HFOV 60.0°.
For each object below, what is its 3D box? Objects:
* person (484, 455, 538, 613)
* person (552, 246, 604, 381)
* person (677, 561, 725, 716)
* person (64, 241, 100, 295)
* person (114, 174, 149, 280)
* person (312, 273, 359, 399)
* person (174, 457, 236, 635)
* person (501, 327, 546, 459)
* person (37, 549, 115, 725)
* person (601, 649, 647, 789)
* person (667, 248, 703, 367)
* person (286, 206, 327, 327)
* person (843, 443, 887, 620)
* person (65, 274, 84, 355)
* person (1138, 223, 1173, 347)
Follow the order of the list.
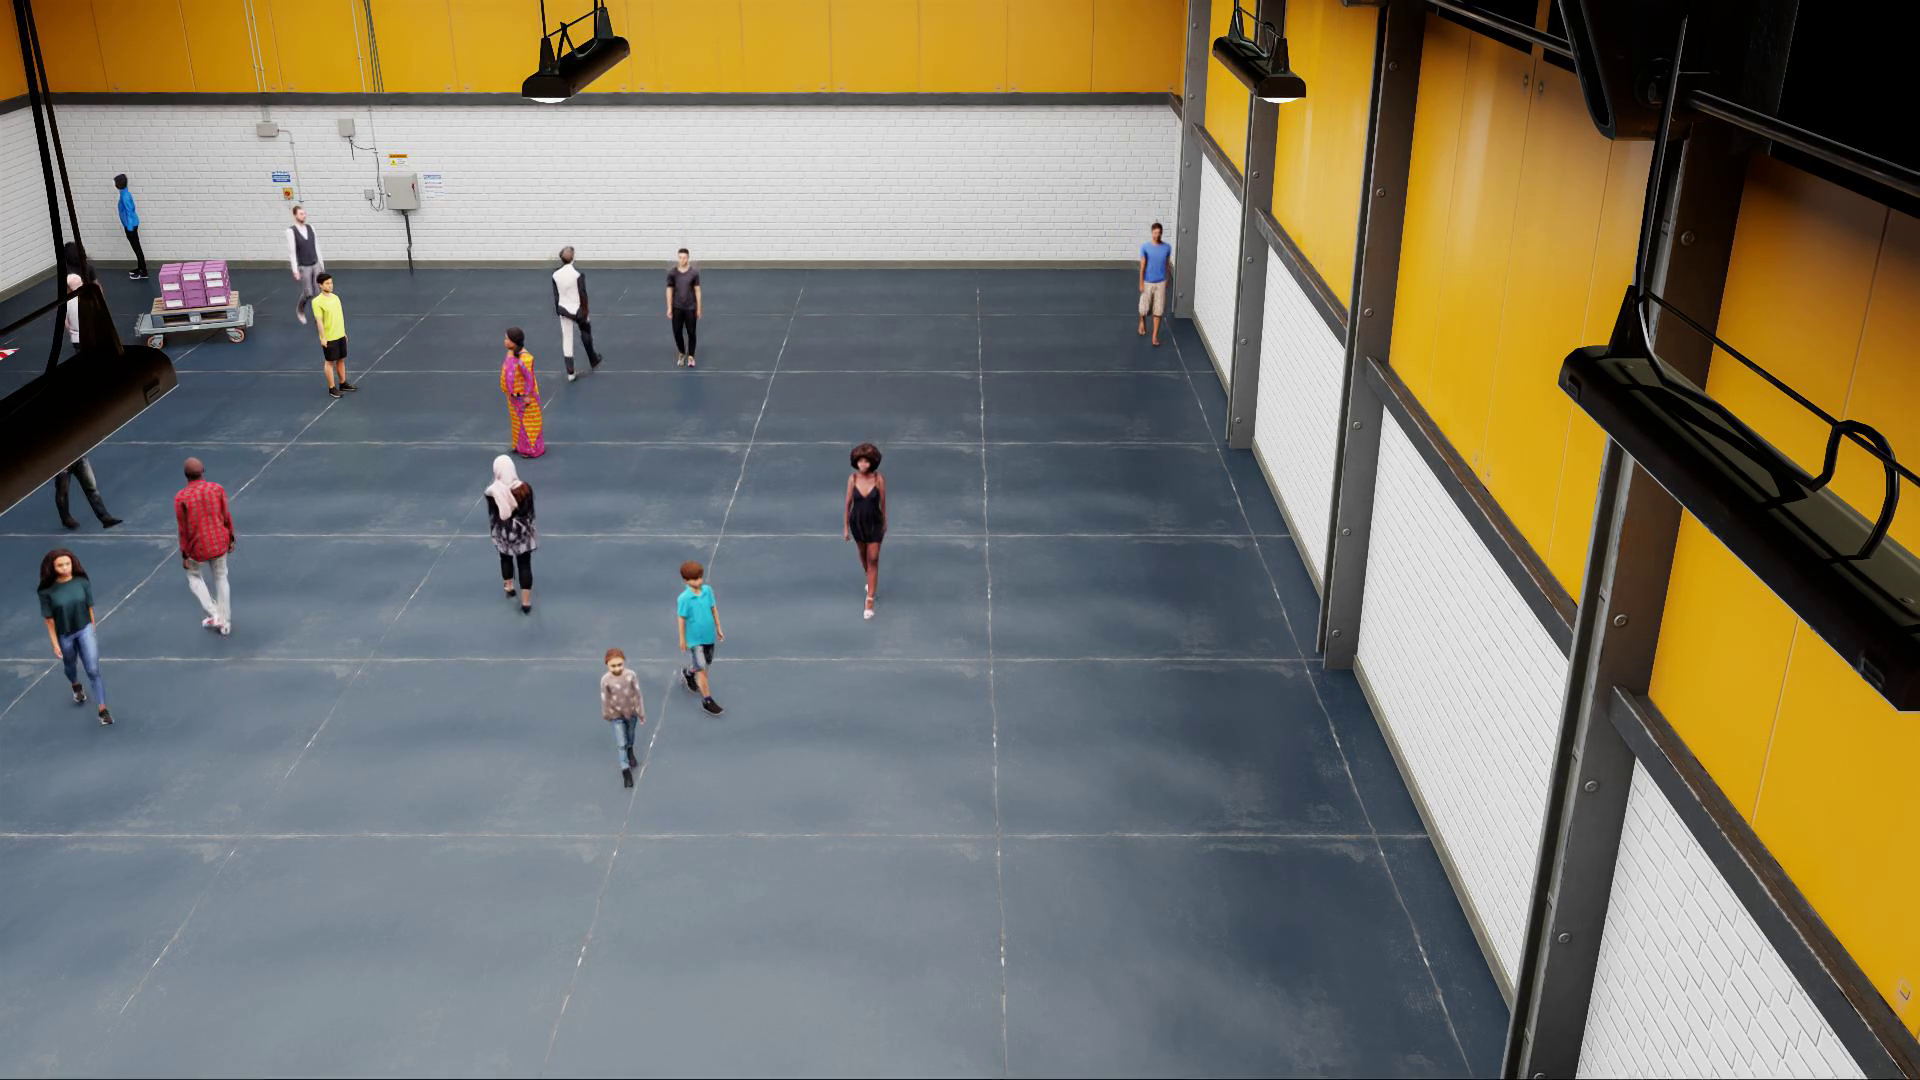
[{"bbox_3d":[-4.452,-0.036,16.677,0.806,1.611,0.978,-8,25,-17],"label":"person"},{"bbox_3d":[-5.522,-3.181,23.565,0.853,1.857,1.144,5,24,10],"label":"person"},{"bbox_3d":[-2.374,0.828,14.927,0.961,1.429,0.906,21,31,39],"label":"person"},{"bbox_3d":[-12.702,-3.409,24.151,0.993,1.806,1.104,-17,29,-33],"label":"person"},{"bbox_3d":[-14.353,-5.446,28.818,0.750,1.798,0.634,-12,26,-25],"label":"person"},{"bbox_3d":[-8.692,-2.850,22.994,0.746,1.709,0.595,8,25,19],"label":"person"},{"bbox_3d":[-7.294,0.078,16.167,0.830,1.811,0.875,-19,30,-36],"label":"person"},{"bbox_3d":[-5.487,-1.866,20.776,0.841,1.681,0.770,-17,29,-34],"label":"person"},{"bbox_3d":[-7.891,0.822,14.756,1.016,1.578,1.169,-17,29,-33],"label":"person"},{"bbox_3d":[-2.809,1.417,13.902,0.652,1.171,0.866,-8,25,-19],"label":"person"},{"bbox_3d":[-3.991,-3.393,24.182,0.683,1.751,0.624,-2,24,-4],"label":"person"},{"bbox_3d":[-10.241,-4.267,25.971,0.939,1.920,0.896,15,28,31],"label":"person"},{"bbox_3d":[-0.935,-0.146,16.772,0.611,1.737,1.103,2,24,4],"label":"person"},{"bbox_3d":[-11.794,-2.684,22.457,0.671,1.833,0.606,2,24,5],"label":"person"},{"bbox_3d":[2.956,-3.923,25.272,0.635,1.848,0.854,-1,24,-3],"label":"person"}]
